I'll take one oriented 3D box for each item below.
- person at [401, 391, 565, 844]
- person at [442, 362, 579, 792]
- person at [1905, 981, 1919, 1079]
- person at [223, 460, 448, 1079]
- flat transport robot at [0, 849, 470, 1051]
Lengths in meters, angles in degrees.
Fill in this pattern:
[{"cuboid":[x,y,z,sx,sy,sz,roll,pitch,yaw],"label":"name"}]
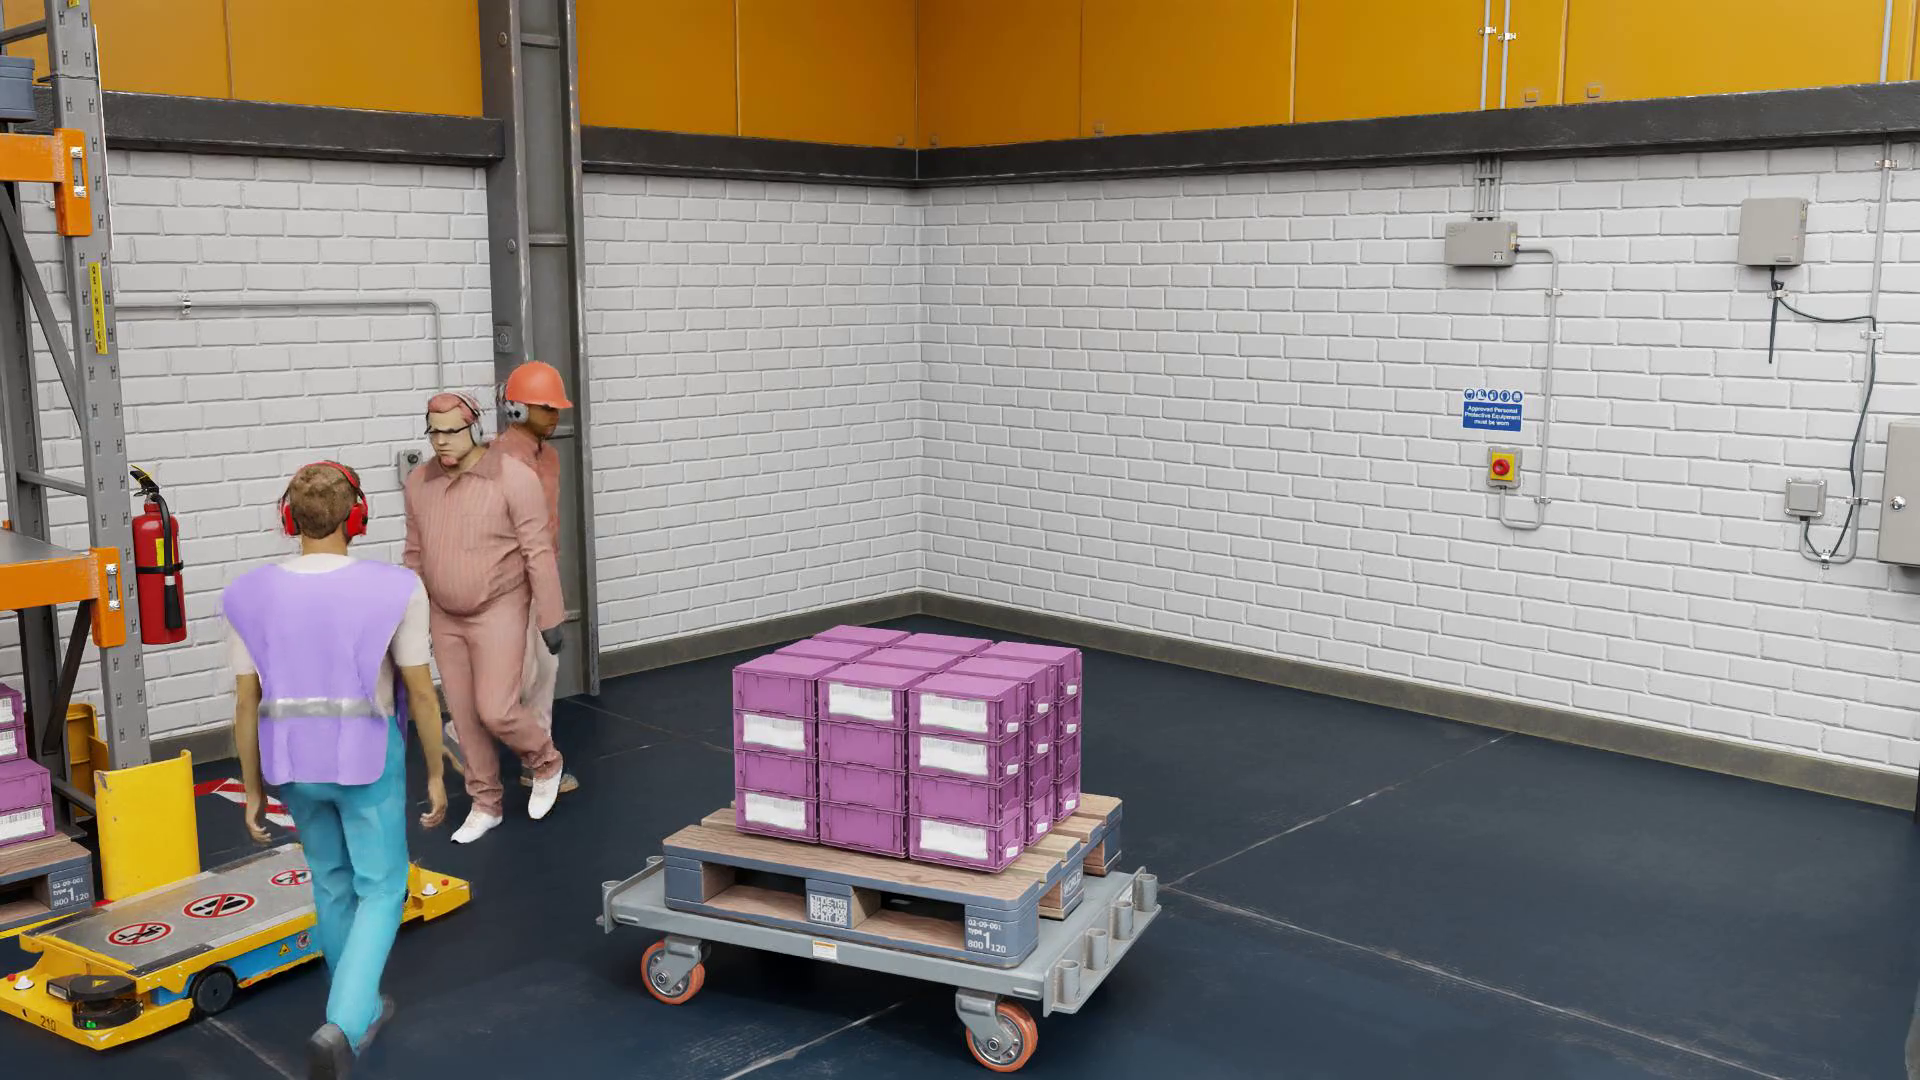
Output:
[{"cuboid":[-1.980,0.315,6.899,0.660,1.880,0.485,4,10,21],"label":"person"},{"cuboid":[-1.993,0.185,7.411,0.641,1.964,0.654,3,10,19],"label":"person"},{"cuboid":[2.411,0.822,3.690,0.601,1.904,0.689,-6,11,-31],"label":"person"},{"cuboid":[-1.795,0.685,4.773,0.584,1.822,0.790,0,9,-3],"label":"person"},{"cuboid":[-2.456,1.311,5.686,0.652,0.197,1.431,6,11,31],"label":"flat transport robot"}]
